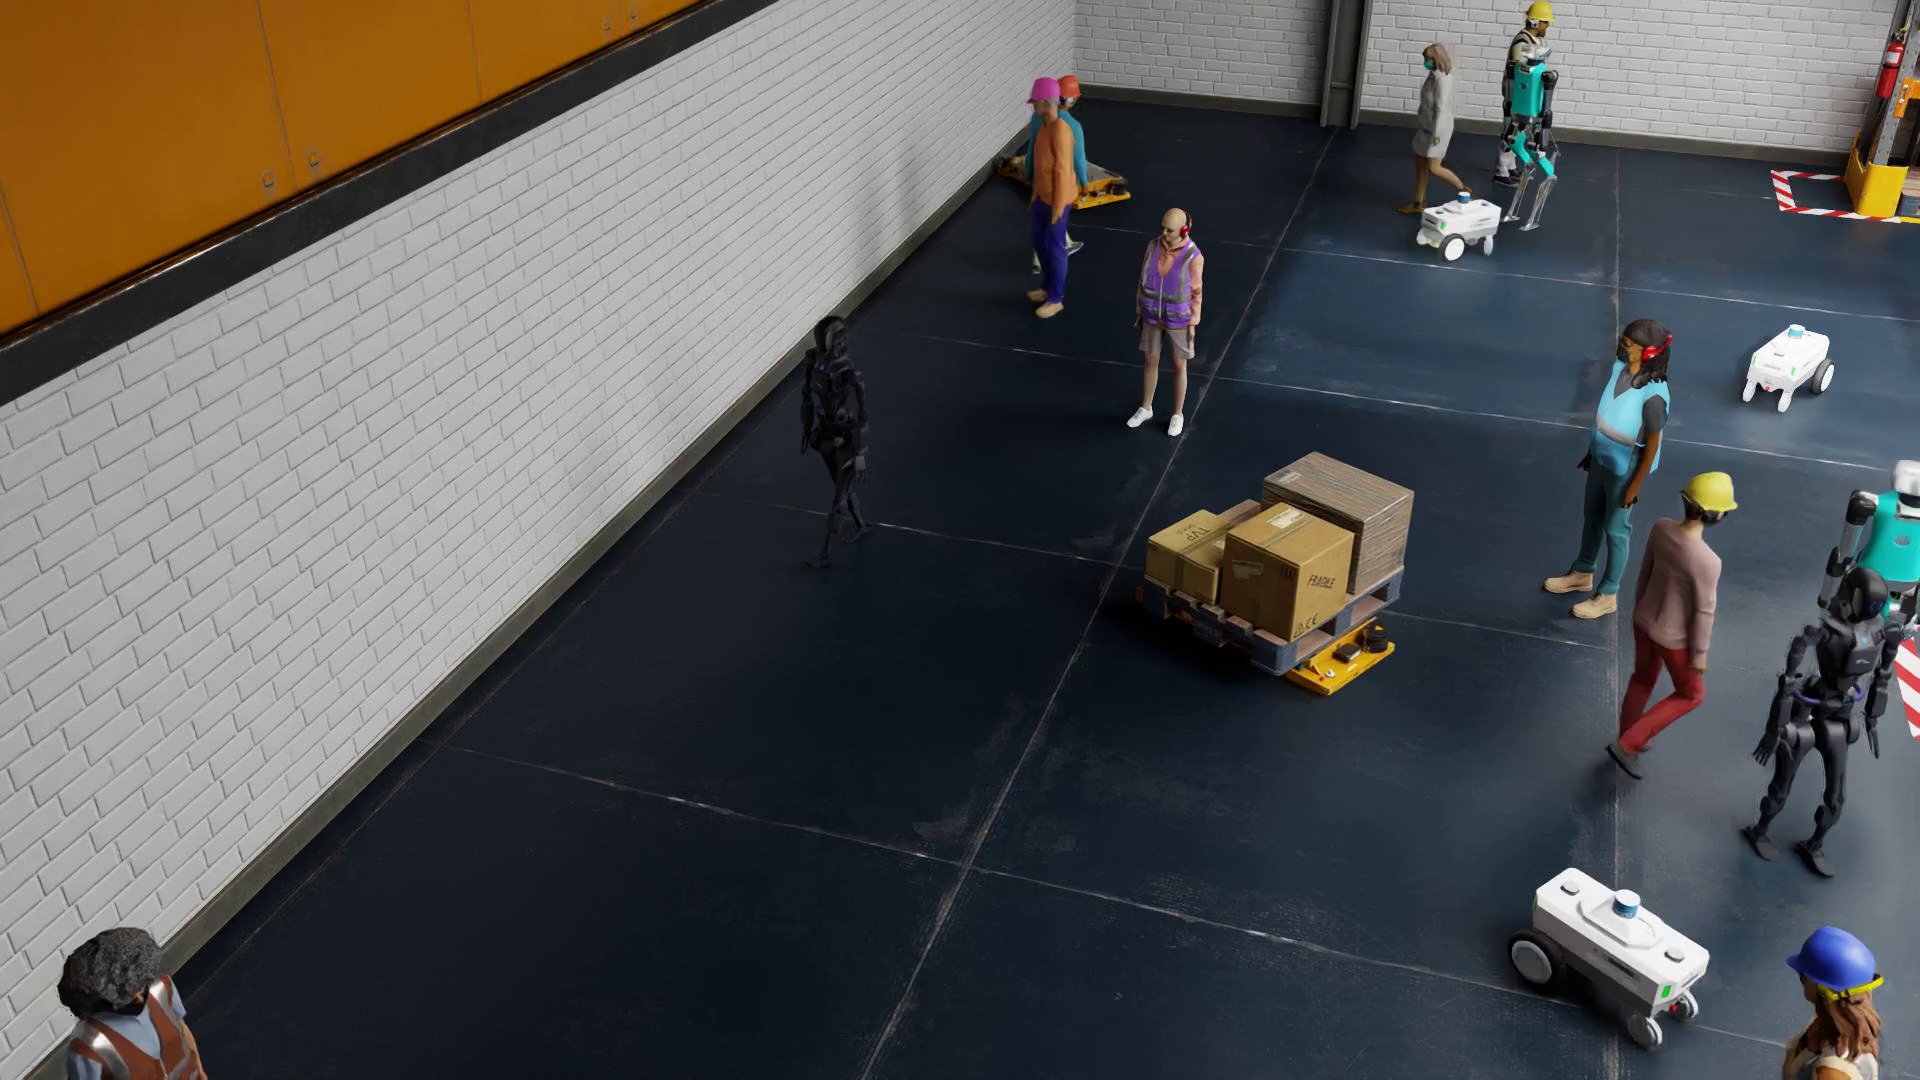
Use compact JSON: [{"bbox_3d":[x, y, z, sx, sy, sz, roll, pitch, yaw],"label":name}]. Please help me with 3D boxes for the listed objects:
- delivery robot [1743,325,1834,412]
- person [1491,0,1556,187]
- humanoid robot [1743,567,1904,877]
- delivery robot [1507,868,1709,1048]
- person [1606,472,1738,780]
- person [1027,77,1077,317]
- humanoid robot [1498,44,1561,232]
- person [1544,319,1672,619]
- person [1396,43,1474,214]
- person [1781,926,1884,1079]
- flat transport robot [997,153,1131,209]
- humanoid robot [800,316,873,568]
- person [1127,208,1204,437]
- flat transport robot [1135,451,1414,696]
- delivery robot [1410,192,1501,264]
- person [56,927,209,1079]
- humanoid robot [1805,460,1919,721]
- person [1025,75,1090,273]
[{"bbox_3d":[6.295,-1.343,12.637,0.499,0.603,0.794,26,39,37],"label":"delivery robot"},{"bbox_3d":[5.659,-4.496,16.744,0.403,1.824,0.594,16,34,25],"label":"person"},{"bbox_3d":[4.042,0.853,7.777,0.588,1.648,0.408,-4,31,-7],"label":"humanoid robot"},{"bbox_3d":[2.867,1.786,7.295,0.499,0.586,0.780,-21,36,-32],"label":"delivery robot"},{"bbox_3d":[3.569,0.449,8.394,0.407,1.755,0.559,-6,31,-10],"label":"person"},{"bbox_3d":[0.771,-2.824,13.787,0.392,1.949,0.568,-10,32,-17],"label":"person"},{"bbox_3d":[5.406,-3.795,15.602,0.701,1.744,0.530,-19,36,-29],"label":"humanoid robot"},{"bbox_3d":[3.855,-0.422,9.768,0.387,1.866,0.532,-7,31,-11],"label":"person"},{"bbox_3d":[4.620,-3.911,15.915,0.621,1.639,0.542,0,30,0],"label":"person"},{"bbox_3d":[2.914,2.074,5.662,0.674,1.730,0.494,12,33,20],"label":"person"},{"bbox_3d":[1.038,-3.679,16.883,0.659,0.231,1.431,-18,35,-28],"label":"flat transport robot"},{"bbox_3d":[-0.799,-0.624,10.315,0.586,1.634,0.721,24,38,35],"label":"humanoid robot"},{"bbox_3d":[1.485,-1.562,11.878,0.481,1.690,0.347,16,34,26],"label":"person"},{"bbox_3d":[1.796,0.440,9.877,0.659,0.231,1.431,-26,39,-37],"label":"flat transport robot"},{"bbox_3d":[4.558,-2.871,15.241,0.780,0.609,0.523,-13,33,-21],"label":"delivery robot"},{"bbox_3d":[-2.868,2.042,5.781,0.438,1.663,0.629,12,33,20],"label":"person"},{"bbox_3d":[4.779,0.260,8.731,0.534,1.739,0.840,12,32,19],"label":"humanoid robot"},{"bbox_3d":[0.929,-3.255,14.723,0.782,1.719,0.581,-22,37,-32],"label":"person"}]
